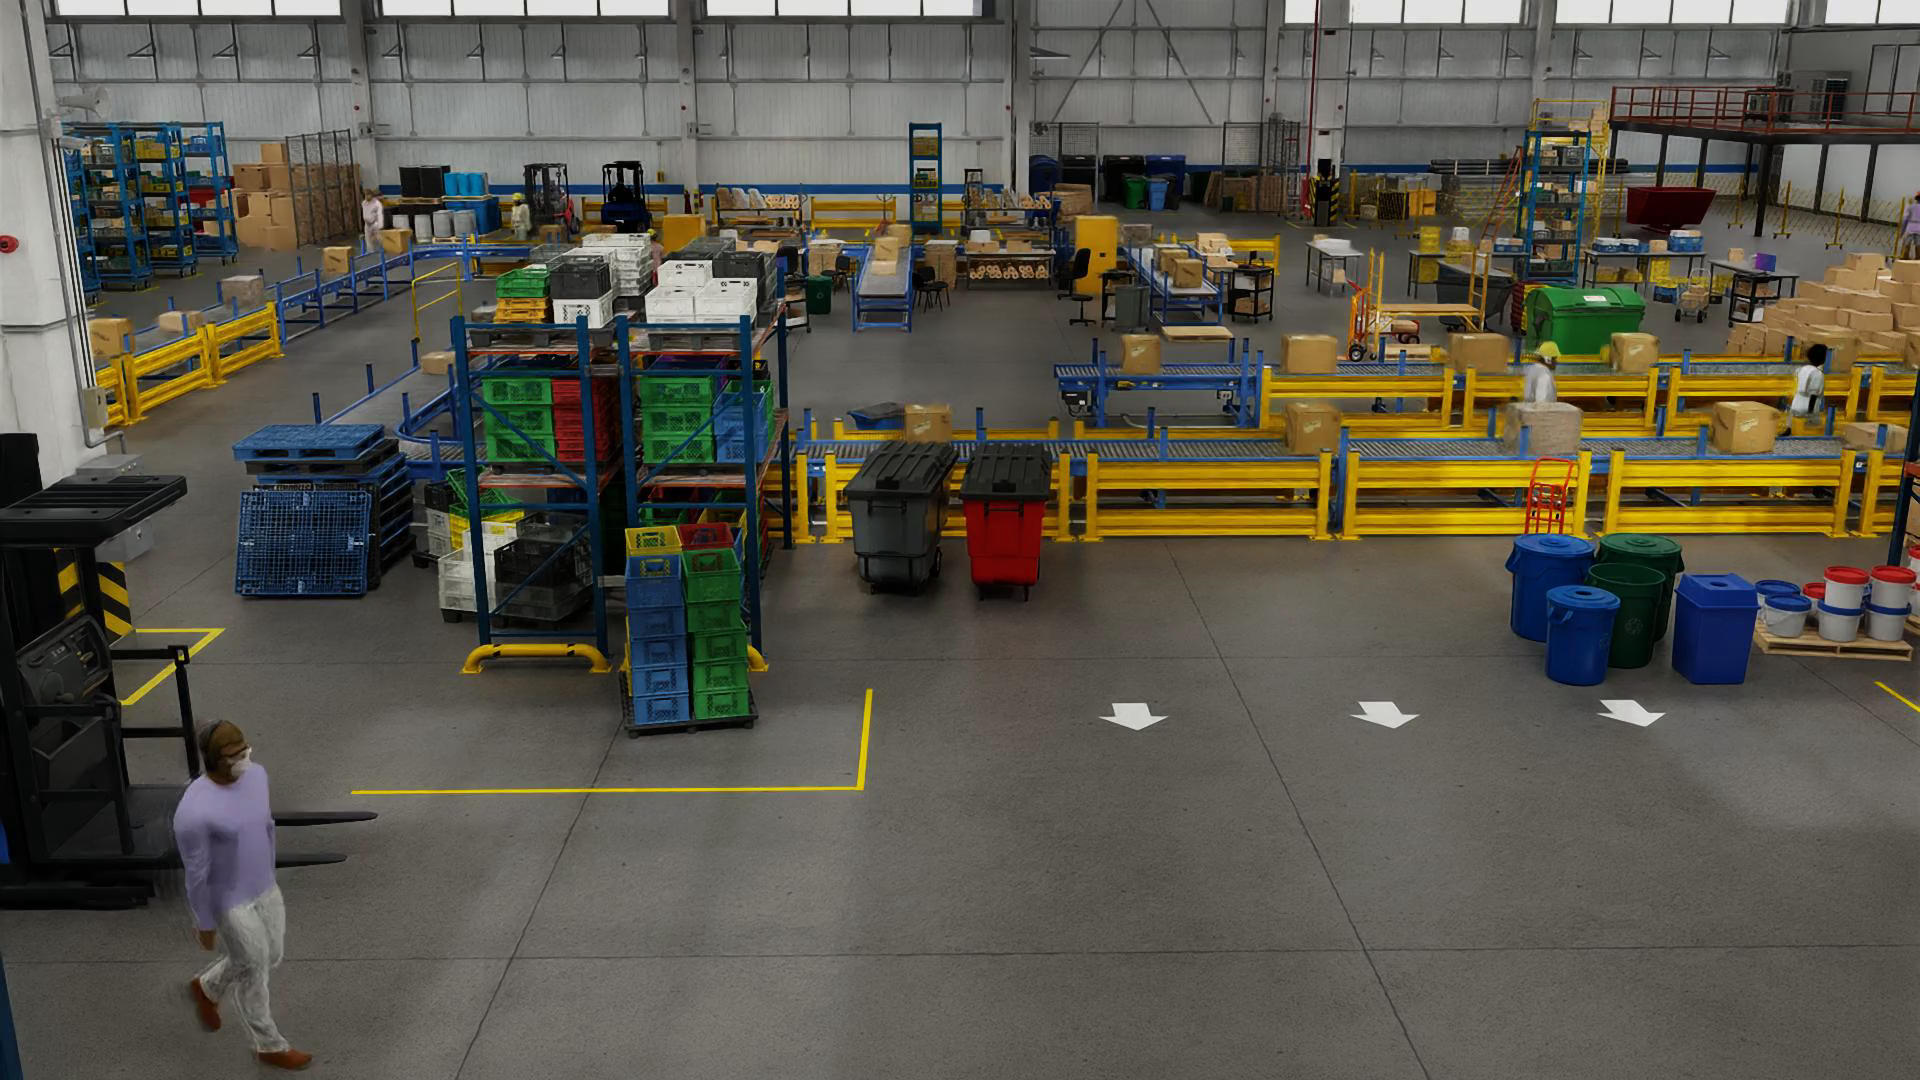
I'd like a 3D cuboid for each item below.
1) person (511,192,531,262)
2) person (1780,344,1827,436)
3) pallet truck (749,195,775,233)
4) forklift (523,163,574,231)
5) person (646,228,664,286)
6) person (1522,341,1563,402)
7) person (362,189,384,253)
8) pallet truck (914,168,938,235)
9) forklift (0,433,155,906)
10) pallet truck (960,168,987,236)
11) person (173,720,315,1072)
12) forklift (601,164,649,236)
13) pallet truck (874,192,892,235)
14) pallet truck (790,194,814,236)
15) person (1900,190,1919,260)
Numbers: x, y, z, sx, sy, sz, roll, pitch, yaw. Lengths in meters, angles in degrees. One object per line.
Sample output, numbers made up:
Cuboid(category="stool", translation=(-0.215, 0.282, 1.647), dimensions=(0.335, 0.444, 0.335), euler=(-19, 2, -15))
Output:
Cuboid(category="person", translation=(-11.392, -8.090, 43.084), dimensions=(0.608, 1.815, 0.422), euler=(12, 20, 35))
Cuboid(category="person", translation=(10.681, -1.670, 21.072), dimensions=(0.886, 1.655, 0.540), euler=(0, 16, 2))
Cuboid(category="pallet truck", translation=(-6.051, -9.967, 50.660), dimensions=(0.680, 1.201, 1.601), euler=(0, 16, -1))
Cuboid(category="forklift", translation=(-12.233, -10.122, 49.298), dimensions=(1.157, 1.987, 2.680), euler=(0, 16, -1))
Cuboid(category="person", translation=(-6.315, -5.522, 34.259), dimensions=(0.330, 1.765, 0.533), euler=(11, 20, 34))
Cuboid(category="person", translation=(7.179, -1.549, 20.398), dimensions=(0.919, 1.780, 0.607), euler=(0, 16, 0))
Cuboid(category="person", translation=(-15.383, -8.297, 43.730), dimensions=(0.641, 1.875, 0.893), euler=(5, 17, 16))
Cuboid(category="pallet truck", translation=(-0.989, -10.316, 50.507), dimensions=(0.823, 1.965, 1.885), euler=(1, 16, 3))
Cuboid(category="forklift", translation=(-5.952, 0.780, 10.366), dimensions=(1.873, 2.768, 1.129), euler=(0, 16, -1))
Cuboid(category="pallet truck", translation=(0.383, -10.230, 50.206), dimensions=(0.823, 1.965, 1.885), euler=(-1, 16, -3))
Cuboid(category="person", translation=(-3.750, 1.807, 8.515), dimensions=(0.738, 1.919, 0.633), euler=(4, 17, 14))
Cuboid(category="forklift", translation=(-9.948, -10.127, 49.296), dimensions=(1.157, 1.987, 2.680), euler=(-1, 16, -3))
Cuboid(category="pallet truck", translation=(-2.277, -9.986, 50.594), dimensions=(0.653, 1.274, 1.630), euler=(0, 16, -1))
Cuboid(category="pallet truck", translation=(-4.814, -9.883, 50.259), dimensions=(0.704, 1.261, 1.522), euler=(-1, 16, -3))
Cuboid(category="person", translation=(23.644, -7.648, 41.169), dimensions=(0.612, 2.036, 0.407), euler=(5, 17, 18))
